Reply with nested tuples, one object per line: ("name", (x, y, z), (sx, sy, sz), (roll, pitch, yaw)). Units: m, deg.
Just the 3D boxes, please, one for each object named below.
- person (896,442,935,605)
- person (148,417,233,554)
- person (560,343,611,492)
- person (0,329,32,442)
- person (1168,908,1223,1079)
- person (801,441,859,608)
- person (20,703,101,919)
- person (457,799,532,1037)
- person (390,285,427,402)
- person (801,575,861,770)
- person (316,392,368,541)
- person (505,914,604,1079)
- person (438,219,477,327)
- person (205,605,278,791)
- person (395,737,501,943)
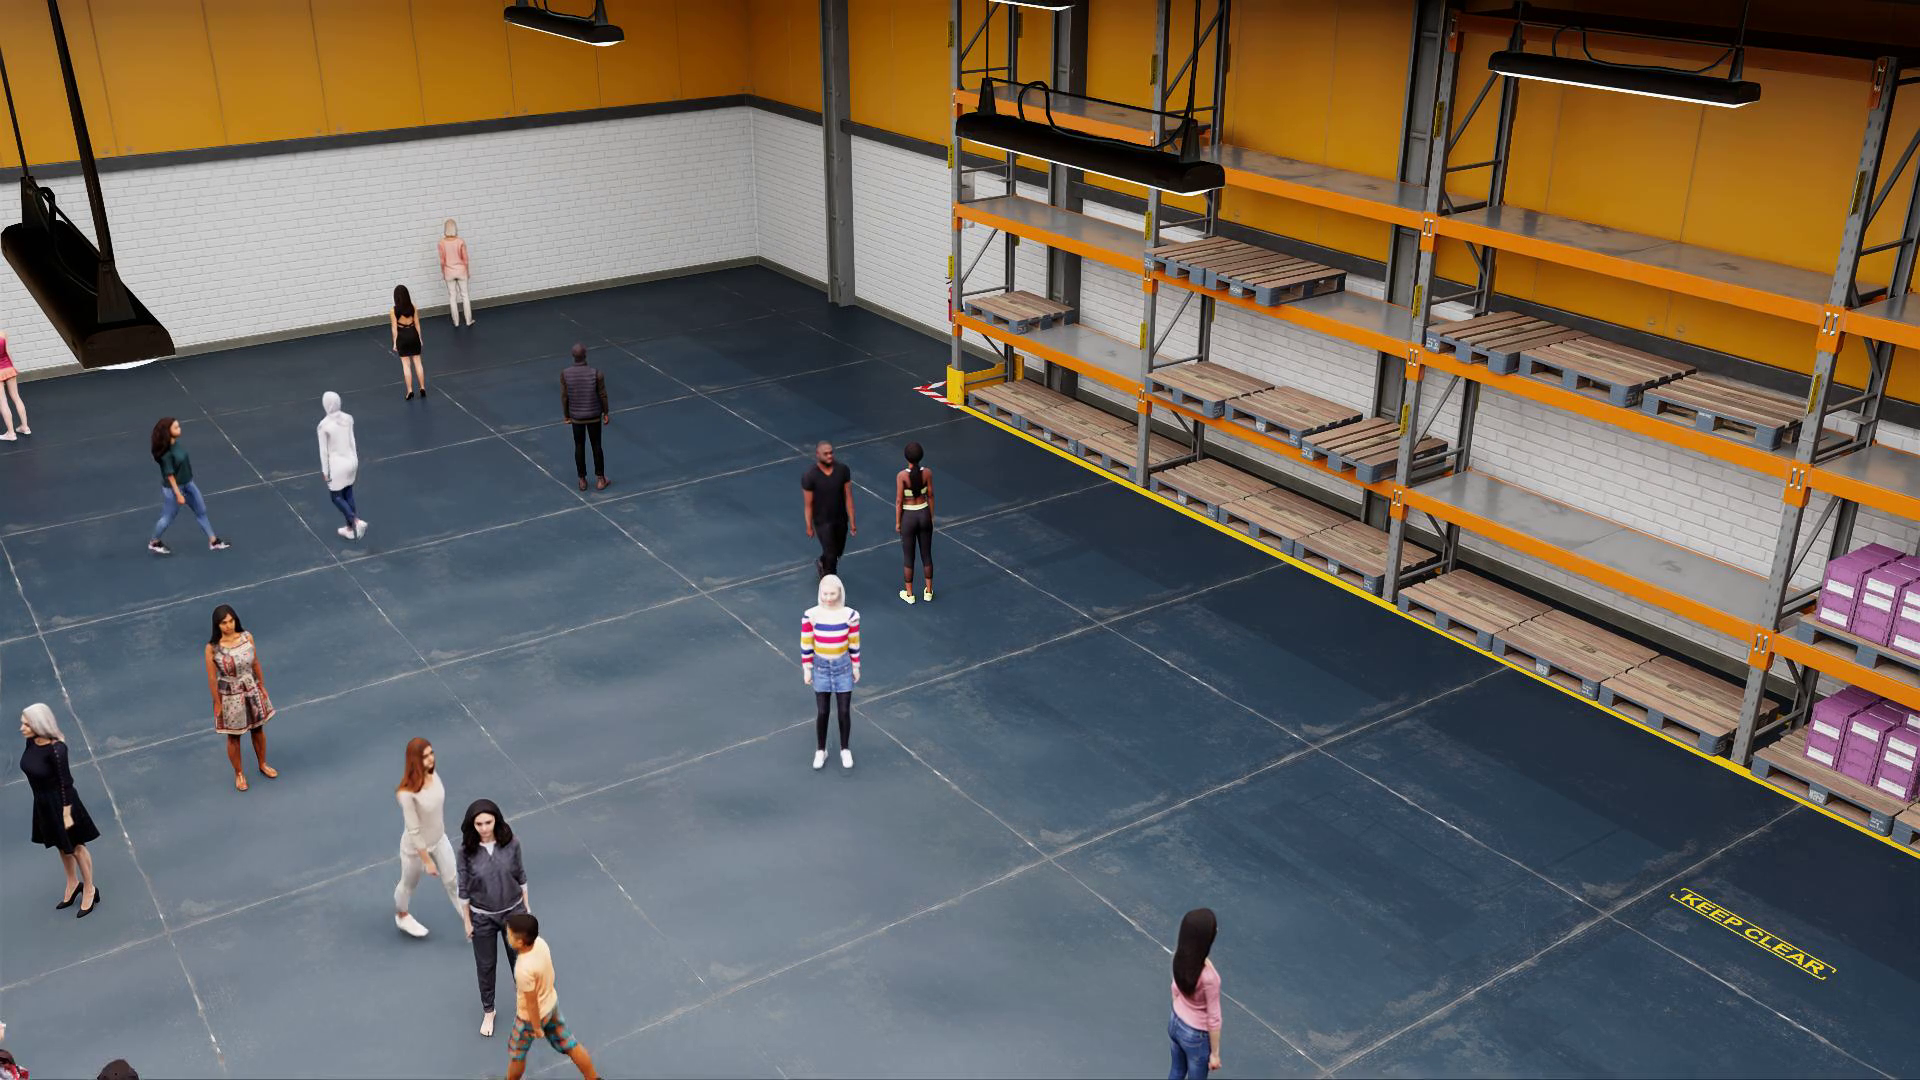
("person", (-0.455, -0.183, 17.258), (0.621, 1.755, 0.606), (-7, 25, -15))
("person", (-8.720, -0.559, 18.342), (1.027, 1.575, 1.125), (-2, 24, -4))
("person", (-4.546, -1.502, 20.174), (0.781, 1.835, 0.772), (-1, 24, -3))
("person", (-12.601, -2.193, 21.857), (0.718, 1.754, 0.672), (8, 25, 17))
("person", (1.403, 2.965, 10.072), (0.666, 1.742, 0.467), (-11, 26, -24))
("person", (-1.376, -0.203, 17.256), (0.785, 1.792, 1.183), (-12, 26, -25))
("person", (-6.681, 1.987, 12.304), (0.638, 1.747, 0.745), (13, 27, 27))
("person", (-3.099, 2.490, 11.131), (0.640, 1.764, 0.576), (-10, 25, -21))
("person", (-7.732, -2.772, 23.309), (0.549, 1.650, 0.466), (-15, 28, -31))
("person", (-1.085, 1.114, 14.224), (0.717, 1.808, 0.704), (-1, 24, -3))
("person", (-6.896, -0.793, 18.644), (0.965, 1.762, 0.765), (18, 29, 35))
("person", (-2.579, 2.964, 10.470), (1.028, 1.425, 0.967), (4, 24, 9))
("person", (-8.095, -4.292, 26.694), (0.680, 1.725, 0.665), (-5, 24, -12))
("person", (-6.072, 1.293, 14.017), (0.597, 1.645, 0.692), (21, 31, 39))
("person", (-3.924, 2.187, 11.948), (1.160, 1.665, 0.983), (9, 25, 20))
